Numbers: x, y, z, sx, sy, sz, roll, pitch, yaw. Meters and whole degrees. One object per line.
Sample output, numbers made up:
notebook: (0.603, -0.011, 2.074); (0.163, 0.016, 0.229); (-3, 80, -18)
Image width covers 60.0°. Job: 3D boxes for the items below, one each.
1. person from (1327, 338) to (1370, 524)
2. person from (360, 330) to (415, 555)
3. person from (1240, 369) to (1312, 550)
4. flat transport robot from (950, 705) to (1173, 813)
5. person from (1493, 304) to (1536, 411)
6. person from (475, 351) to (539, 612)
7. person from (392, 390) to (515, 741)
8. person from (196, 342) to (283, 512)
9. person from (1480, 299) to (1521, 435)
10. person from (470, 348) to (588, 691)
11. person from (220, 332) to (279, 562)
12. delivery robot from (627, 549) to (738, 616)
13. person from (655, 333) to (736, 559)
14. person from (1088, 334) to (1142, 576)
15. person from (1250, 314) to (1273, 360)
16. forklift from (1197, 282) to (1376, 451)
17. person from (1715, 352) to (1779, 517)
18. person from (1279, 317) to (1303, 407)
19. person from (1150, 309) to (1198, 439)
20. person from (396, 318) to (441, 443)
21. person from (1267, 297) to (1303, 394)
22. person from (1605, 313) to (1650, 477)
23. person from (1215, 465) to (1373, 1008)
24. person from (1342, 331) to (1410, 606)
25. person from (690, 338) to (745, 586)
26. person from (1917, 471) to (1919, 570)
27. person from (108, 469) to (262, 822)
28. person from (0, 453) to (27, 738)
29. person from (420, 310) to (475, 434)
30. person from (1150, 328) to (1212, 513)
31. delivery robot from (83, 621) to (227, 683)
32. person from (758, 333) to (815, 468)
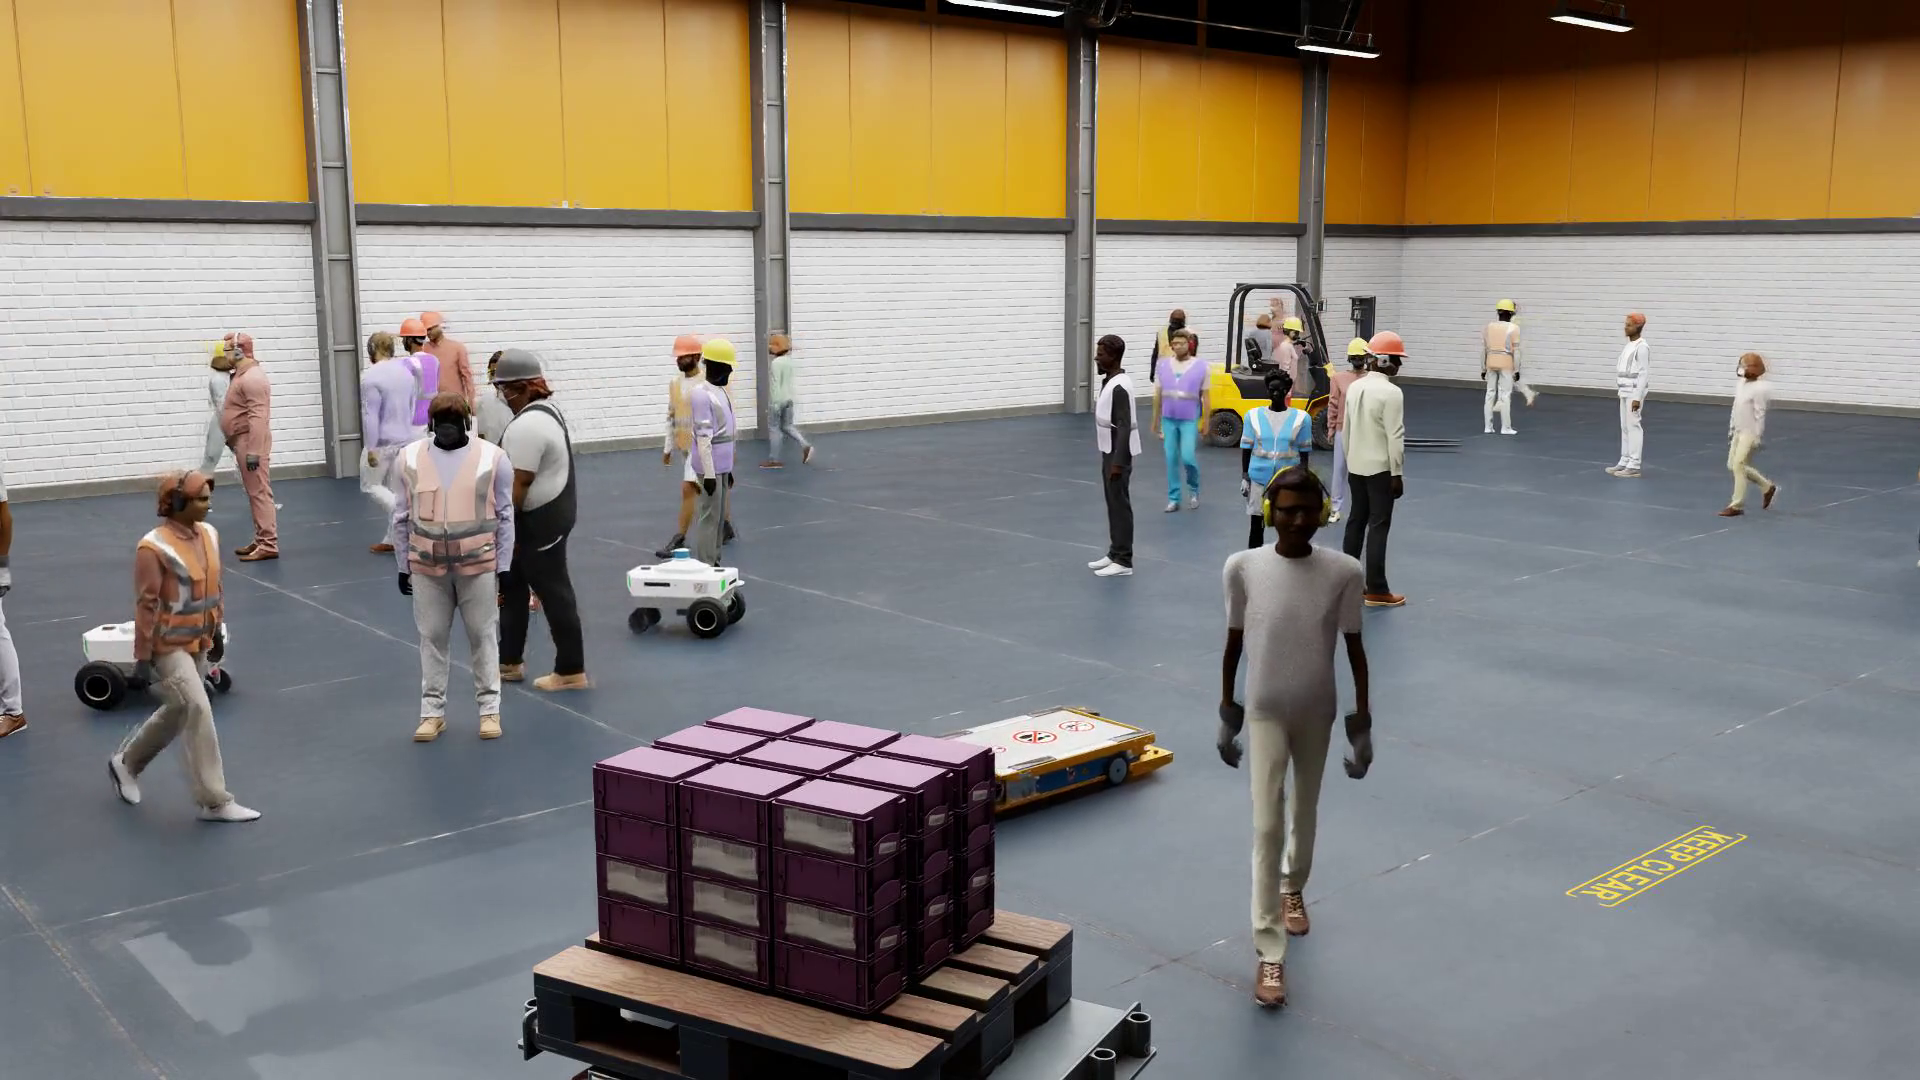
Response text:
person: (3.741, -1.029, 15.763); (0.522, 1.769, 0.317); (2, 10, 14)
person: (-4.806, -0.812, 14.060); (0.498, 1.910, 0.642); (3, 10, 17)
person: (2.373, -0.444, 12.546); (0.535, 1.697, 0.318); (2, 10, 12)
flat transport robot: (0.305, 1.051, 7.958); (1.431, 0.197, 0.652); (-8, 13, -41)
person: (9.066, -3.006, 27.217); (0.772, 1.816, 0.637); (0, 10, -2)
person: (-3.212, -0.411, 11.846); (0.530, 1.871, 0.323); (1, 10, 3)
person: (-2.650, 0.136, 8.726); (0.627, 1.844, 0.429); (-1, 10, -7)
person: (-7.270, -1.106, 16.438); (0.916, 1.701, 0.487); (0, 10, 0)
person: (7.695, -2.455, 23.666); (0.585, 1.921, 0.383); (9, 13, 43)
person: (-2.584, -0.123, 9.658); (0.841, 2.000, 0.692); (-2, 10, -9)
person: (-5.947, -0.777, 13.887); (0.401, 1.904, 0.648); (-5, 11, -26)
delivery robot: (-1.875, 0.302, 11.244); (0.707, 0.478, 0.477); (1, 10, 9)
person: (-2.260, -0.826, 14.224); (0.569, 1.889, 0.990); (7, 12, 37)
person: (1.243, -0.672, 13.234); (0.391, 1.918, 0.590); (0, 10, -2)
person: (4.834, -2.876, 27.070); (0.752, 1.605, 0.505); (-8, 12, -38)
forklift: (4.328, -2.346, 22.227); (2.313, 2.155, 1.214); (3, 10, 16)
person: (7.698, -1.026, 16.173); (0.573, 1.615, 0.514); (0, 10, 2)
person: (4.173, -1.944, 21.148); (0.328, 1.761, 0.523); (2, 10, 12)
person: (2.970, -2.307, 23.138); (0.693, 1.811, 0.507); (5, 11, 29)
person: (-5.231, -1.164, 16.057); (0.361, 1.938, 0.545); (2, 10, 12)
person: (5.403, -3.171, 28.083); (1.035, 1.851, 0.631); (-1, 10, -4)
person: (7.722, -1.665, 19.151); (0.348, 1.880, 0.584); (1, 10, 4)
person: (1.192, 0.629, 5.919); (0.536, 1.821, 0.955); (1, 10, 4)
person: (3.035, -0.519, 12.123); (0.392, 1.988, 0.617); (-4, 10, -22)
person: (-1.832, -0.556, 12.546); (0.371, 1.922, 0.585); (1, 10, 5)
person: (7.869, -0.598, 13.117); (0.519, 1.810, 0.455); (6, 11, 32)
person: (-3.573, 0.470, 7.484); (0.777, 1.601, 0.556); (1, 10, 8)
person: (-5.202, 0.120, 8.735); (0.531, 1.870, 0.317); (4, 11, 23)
person: (-5.611, -1.522, 18.107); (0.637, 1.957, 0.544); (2, 10, 12)
person: (2.179, -1.172, 16.436); (0.577, 1.831, 0.443); (5, 11, 29)
delivery robot: (-4.578, 0.603, 9.481); (0.707, 0.478, 0.477); (0, 10, -3)
person: (-2.098, -1.657, 19.854); (0.609, 1.615, 0.511); (3, 10, 17)
